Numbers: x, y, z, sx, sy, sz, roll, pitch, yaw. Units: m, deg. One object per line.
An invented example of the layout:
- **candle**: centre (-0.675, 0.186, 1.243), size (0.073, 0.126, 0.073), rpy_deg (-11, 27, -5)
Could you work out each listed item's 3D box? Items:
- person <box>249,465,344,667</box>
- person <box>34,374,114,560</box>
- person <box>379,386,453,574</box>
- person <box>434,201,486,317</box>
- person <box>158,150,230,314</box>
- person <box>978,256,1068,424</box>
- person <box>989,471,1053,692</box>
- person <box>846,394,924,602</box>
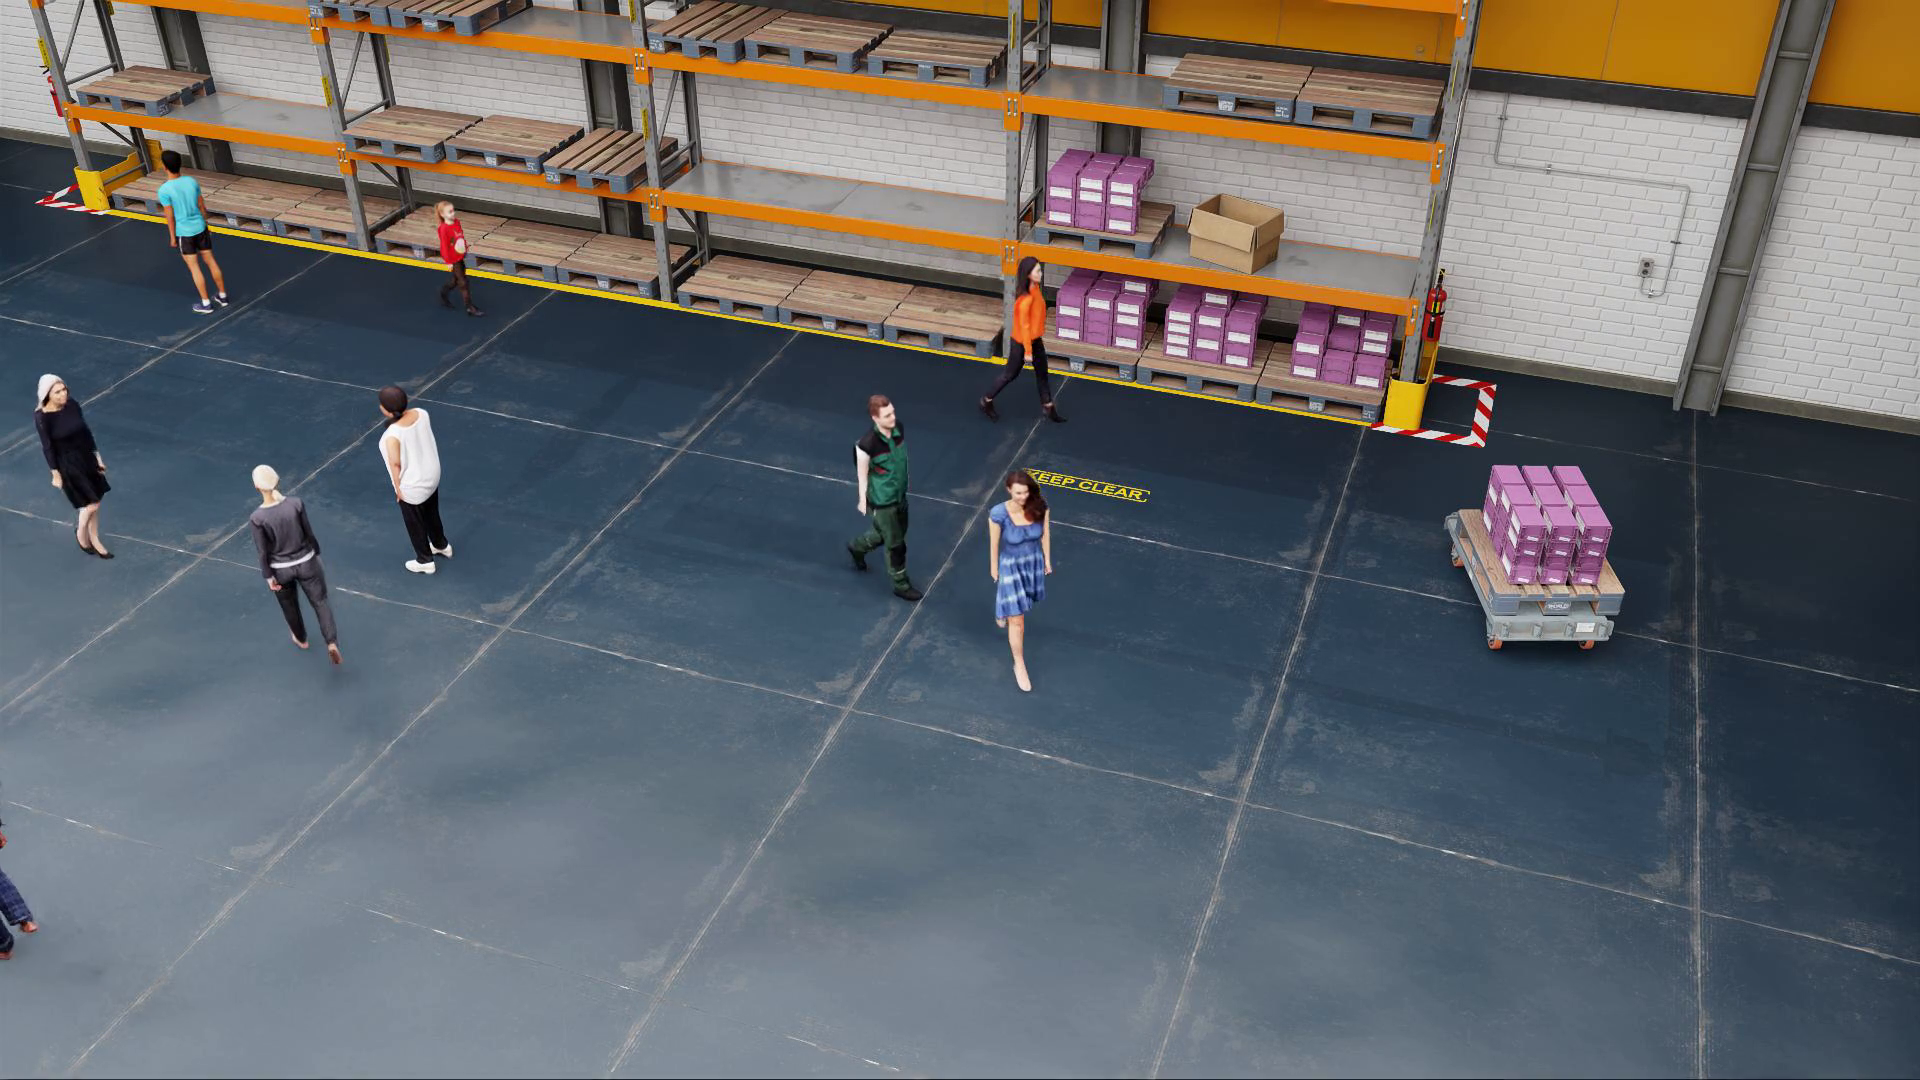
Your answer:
- **person**: centre (-5.020, 0.211, 12.581), size (0.956, 1.704, 1.055), rpy_deg (-19, 38, -26)
- **person**: centre (-7.393, -0.607, 13.781), size (0.716, 1.738, 0.598), rpy_deg (10, 35, 14)
- **person**: centre (-4.510, -0.525, 13.705), size (0.607, 1.685, 0.650), rpy_deg (13, 36, 19)
- **person**: centre (-5.455, -3.028, 17.849), size (0.814, 1.268, 0.497), rpy_deg (11, 35, 15)
- **person**: centre (-8.225, -3.301, 17.802), size (0.597, 1.773, 0.667), rpy_deg (21, 39, 29)
- **person**: centre (0.528, -1.859, 15.693), size (1.098, 1.706, 0.656), rpy_deg (11, 35, 16)
- **person**: centre (0.429, 0.225, 12.494), size (1.091, 1.777, 1.142), rpy_deg (-14, 36, -20)
- **person**: centre (-0.638, -0.379, 13.359), size (1.116, 1.825, 0.840), rpy_deg (23, 40, 30)
